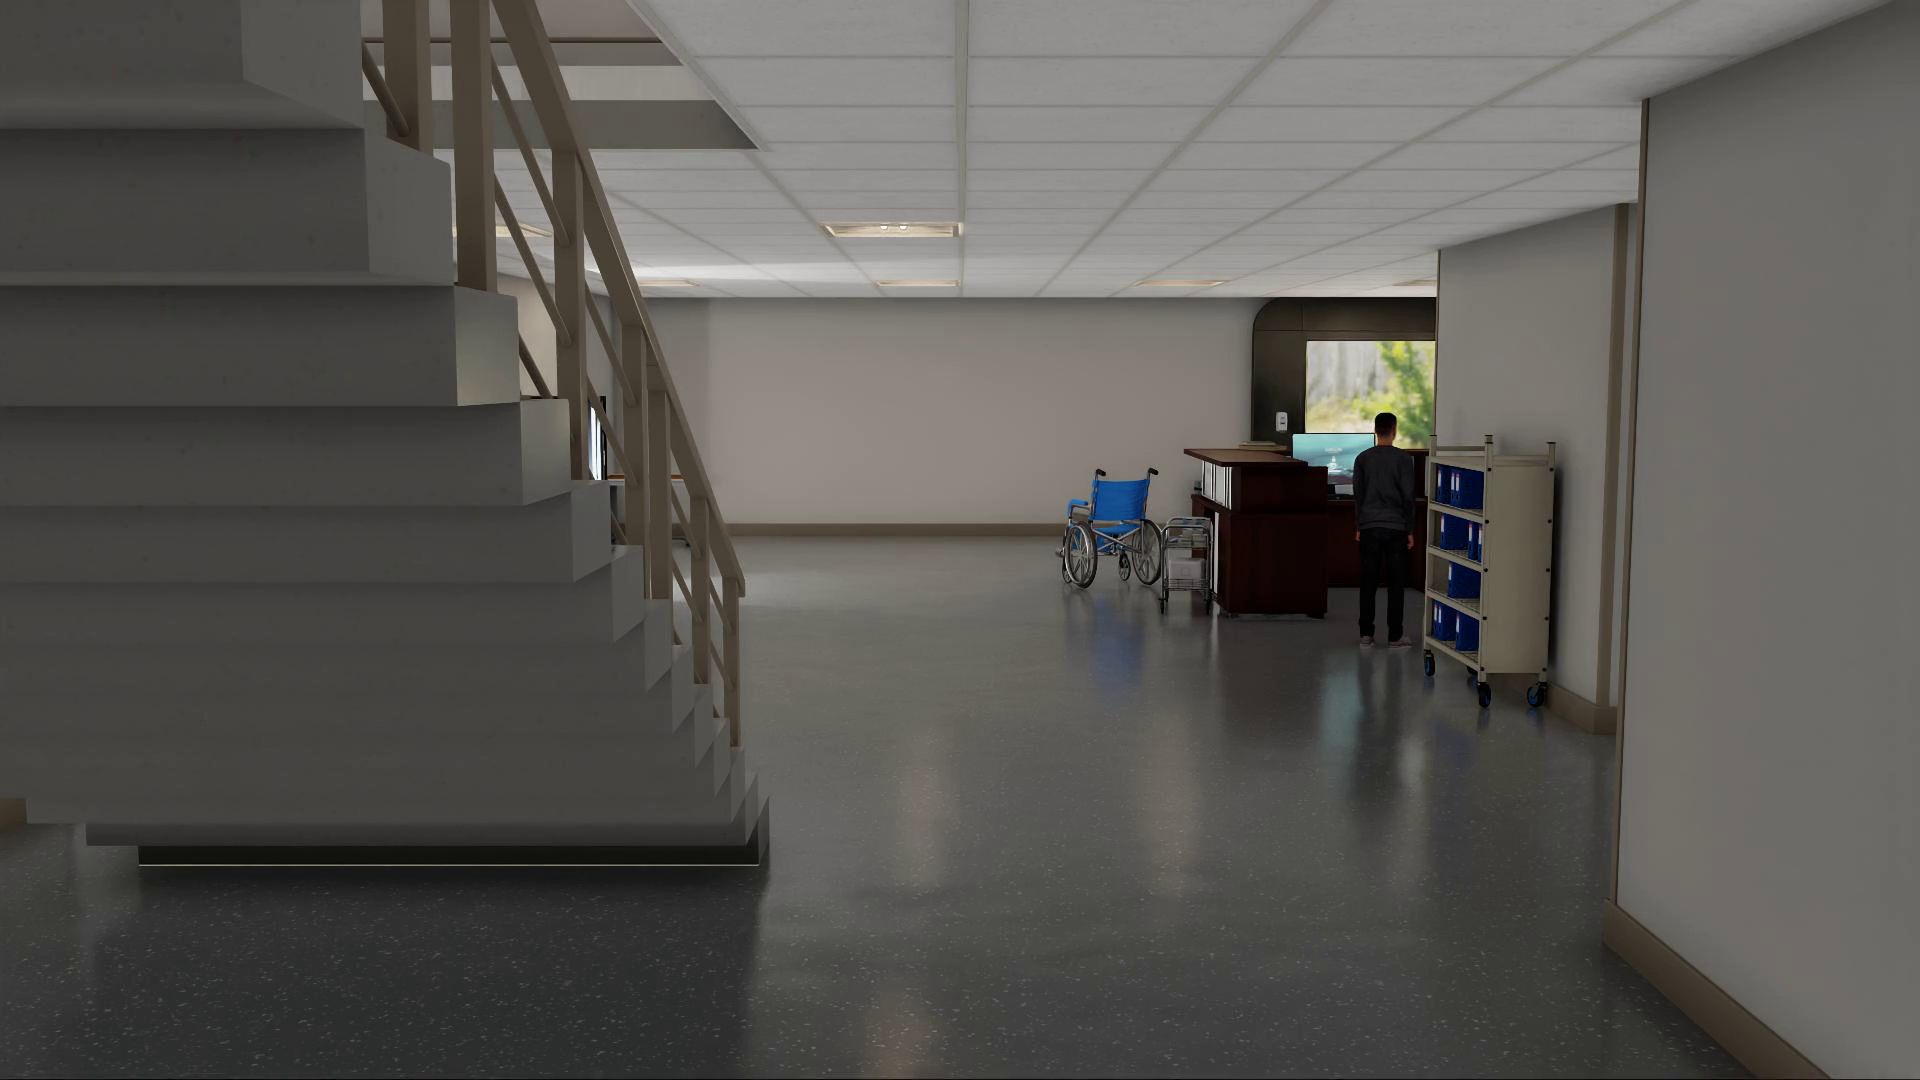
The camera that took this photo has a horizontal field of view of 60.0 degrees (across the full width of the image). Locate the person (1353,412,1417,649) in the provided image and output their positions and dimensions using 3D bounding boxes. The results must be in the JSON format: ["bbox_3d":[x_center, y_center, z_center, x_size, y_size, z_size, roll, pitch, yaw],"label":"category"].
[{"bbox_3d":[3.189,-0.080,12.510,0.700,1.761,0.693,3,6,27],"label":"person"}]
